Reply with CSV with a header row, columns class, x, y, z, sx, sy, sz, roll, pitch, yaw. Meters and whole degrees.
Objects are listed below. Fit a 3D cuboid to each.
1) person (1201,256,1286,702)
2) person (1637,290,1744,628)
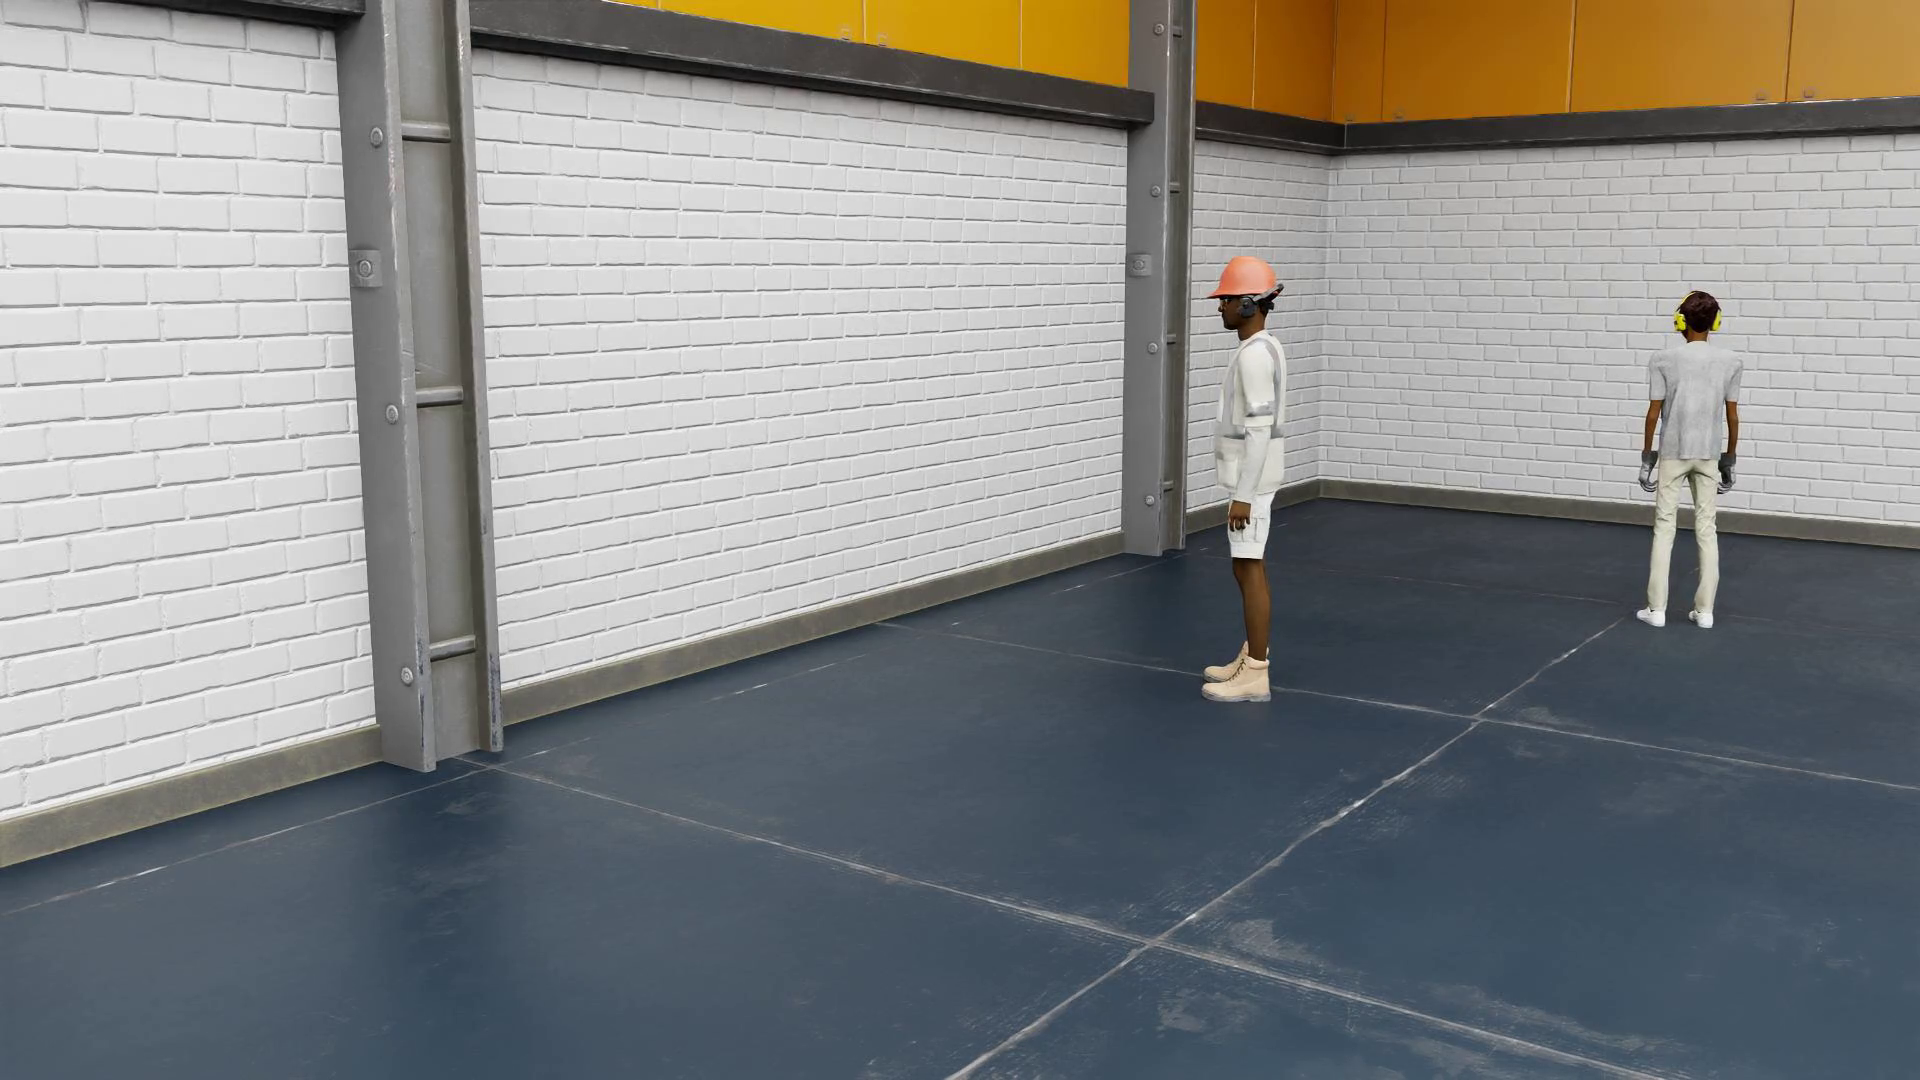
class,x,y,z,sx,sy,sz,roll,pitch,yaw
person,1.303,-0.276,7.671,0.373,2.042,0.614,2,10,12
person,4.030,-0.435,9.199,0.516,1.854,0.317,1,10,9
